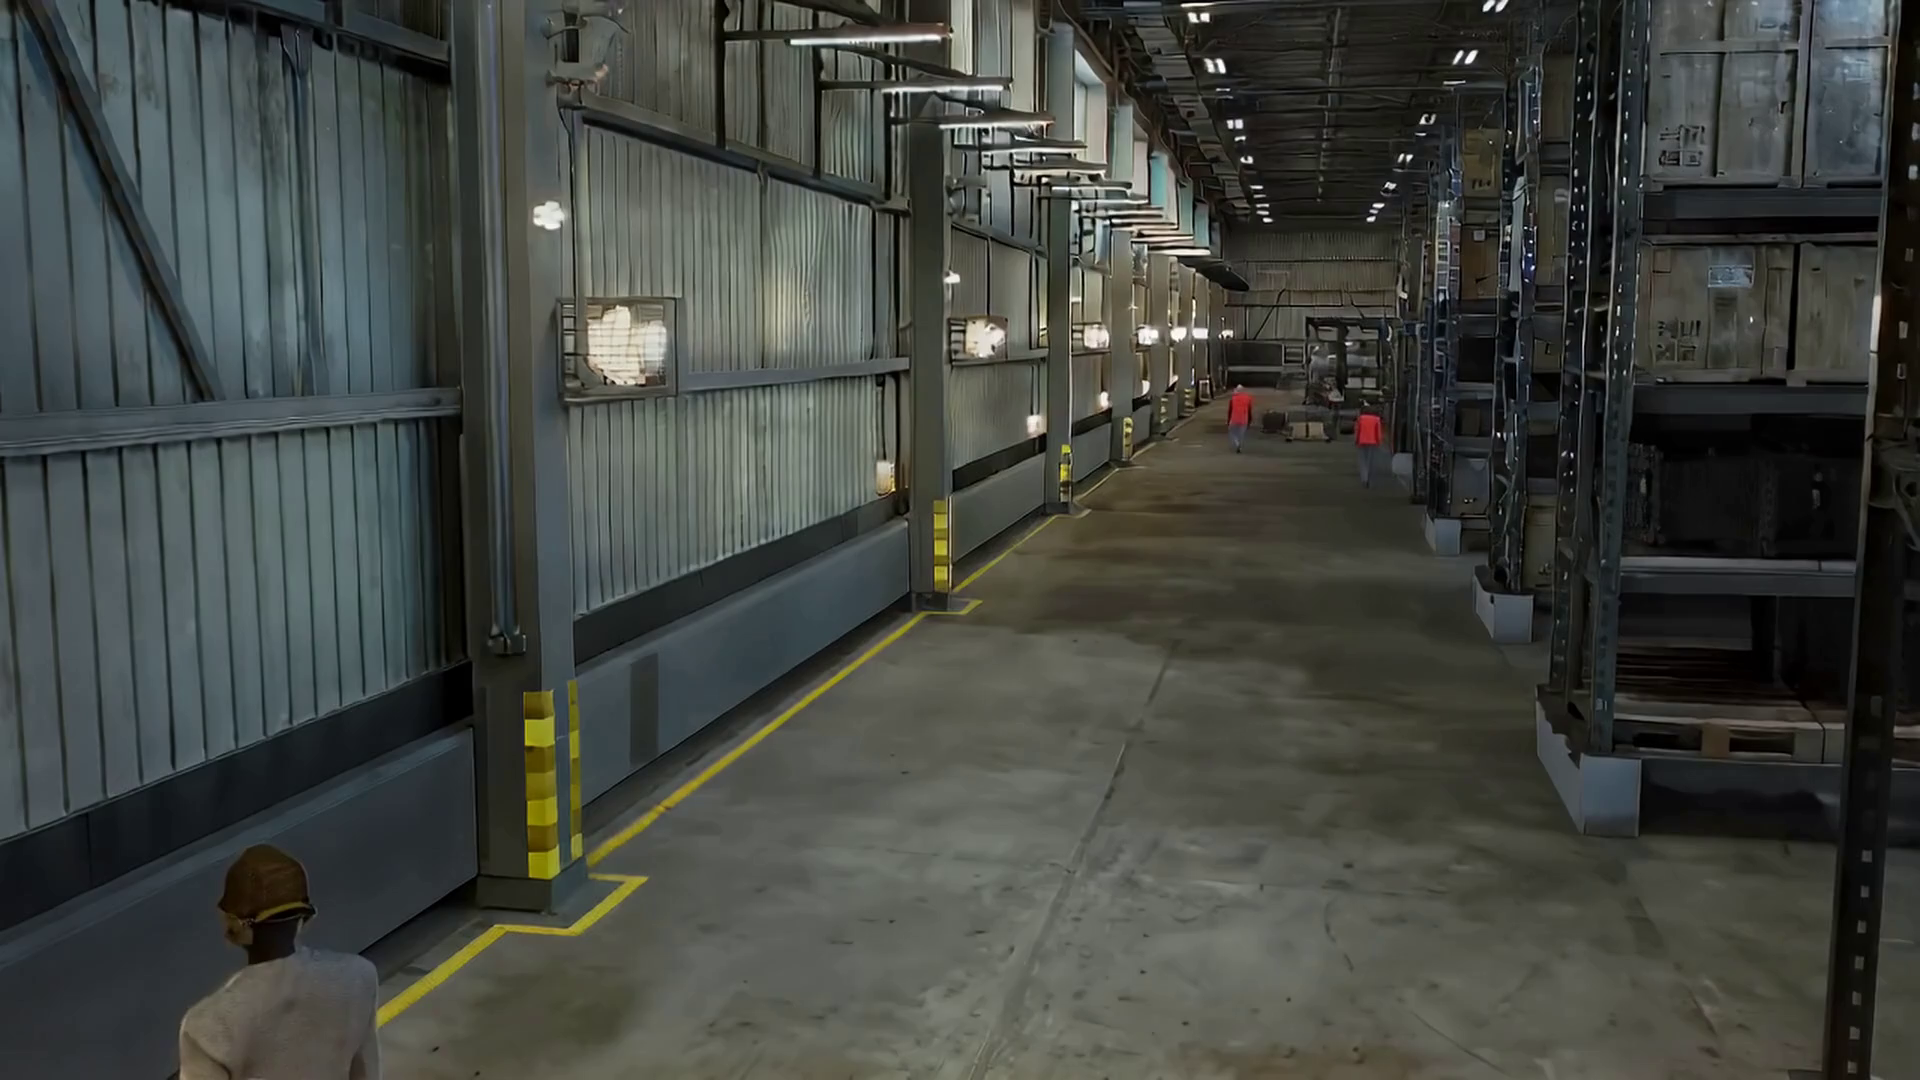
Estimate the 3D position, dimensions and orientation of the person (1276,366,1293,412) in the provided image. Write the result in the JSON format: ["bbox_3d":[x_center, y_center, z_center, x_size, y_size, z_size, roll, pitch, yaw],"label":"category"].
[{"bbox_3d":[12.564,-5.844,64.426,0.605,1.797,0.830,6,9,38],"label":"person"}]

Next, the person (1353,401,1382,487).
[{"bbox_3d":[8.196,-1.933,33.472,0.538,1.718,0.902,1,7,6],"label":"person"}]

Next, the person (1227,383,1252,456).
[{"bbox_3d":[6.971,-3.012,41.667,0.653,1.830,0.521,-2,7,-14],"label":"person"}]

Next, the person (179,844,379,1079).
[{"bbox_3d":[-1.816,1.674,4.452,0.327,1.752,0.561,5,9,35],"label":"person"}]
